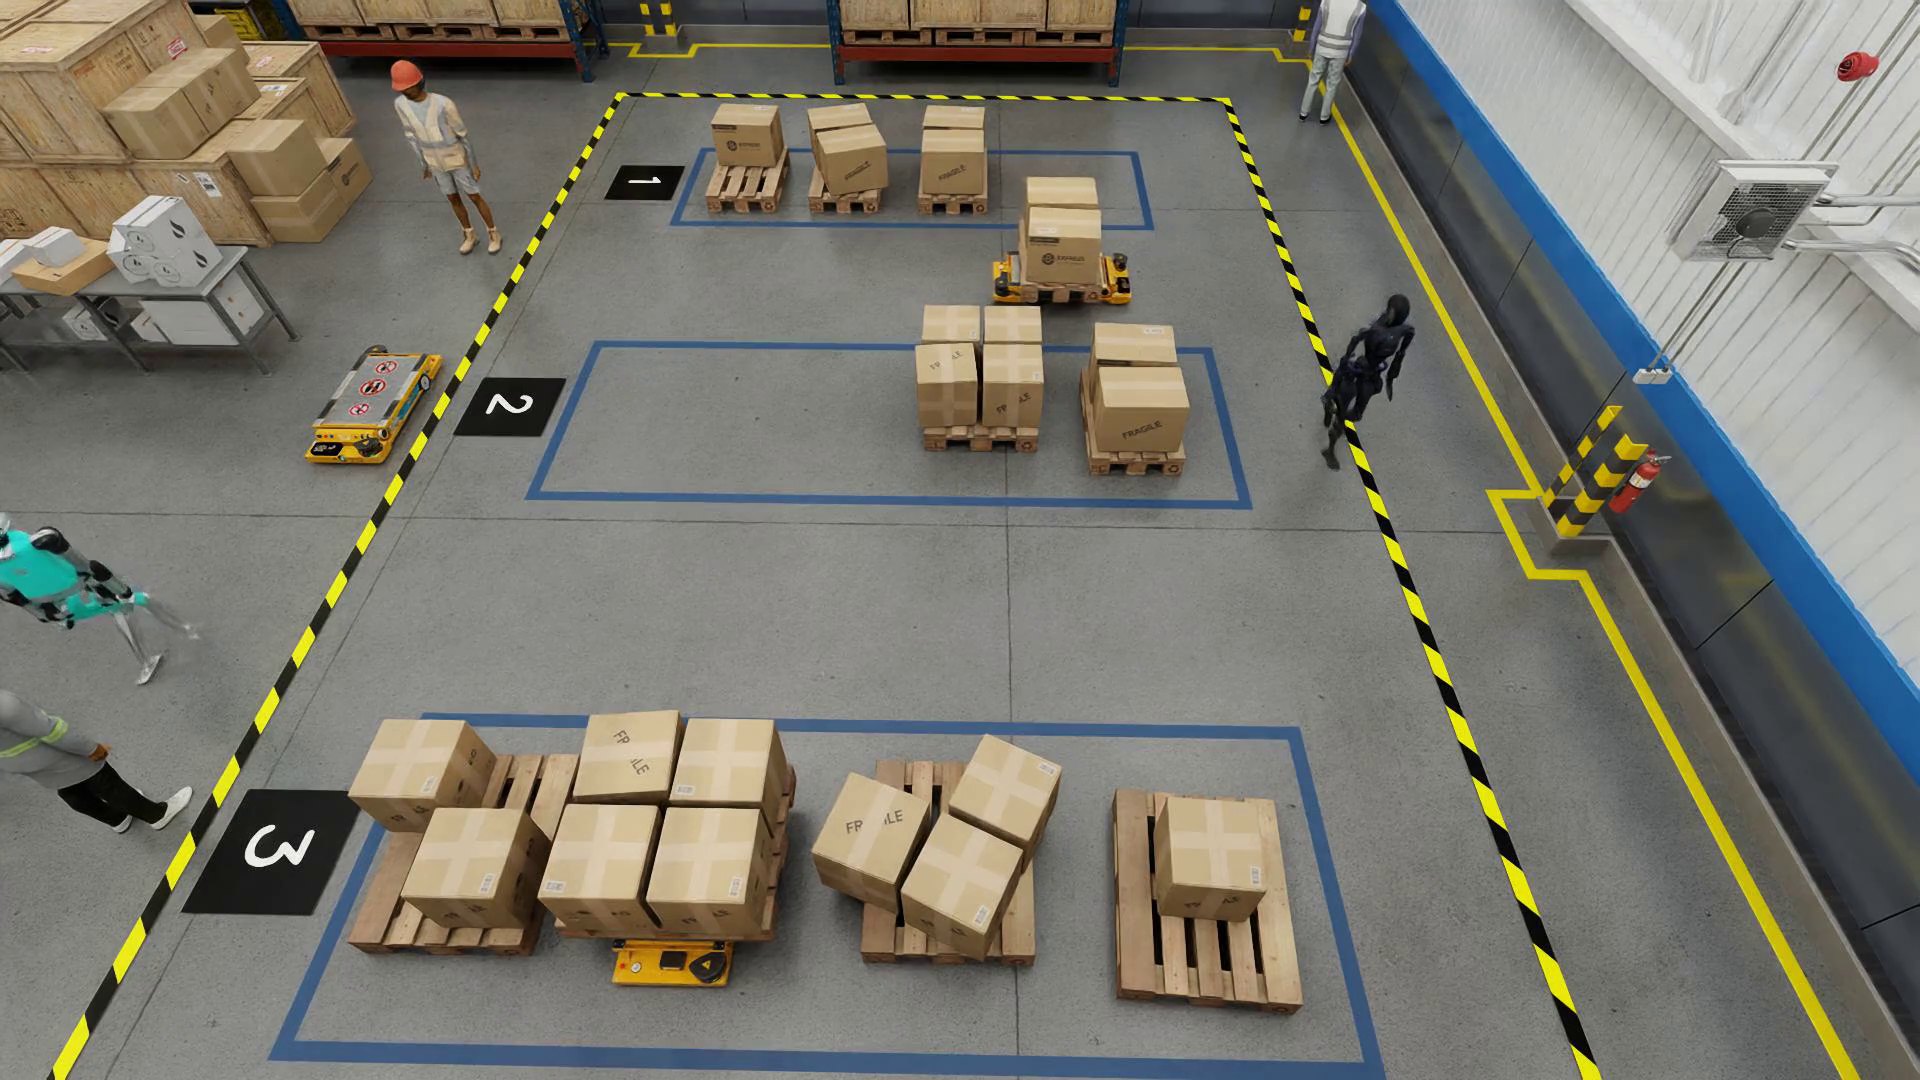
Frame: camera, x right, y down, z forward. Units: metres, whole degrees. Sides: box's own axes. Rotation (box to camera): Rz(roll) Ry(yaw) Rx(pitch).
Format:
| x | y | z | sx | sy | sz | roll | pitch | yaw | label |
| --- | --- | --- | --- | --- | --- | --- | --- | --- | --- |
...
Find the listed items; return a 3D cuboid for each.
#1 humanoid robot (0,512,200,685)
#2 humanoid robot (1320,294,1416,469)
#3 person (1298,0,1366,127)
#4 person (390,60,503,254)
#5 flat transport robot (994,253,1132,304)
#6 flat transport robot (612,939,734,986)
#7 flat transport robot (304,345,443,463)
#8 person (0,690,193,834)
| x | y | z | sx | sy | sz | roll | pitch | yaw | label |
| --- | --- | --- | --- | --- | --- | --- | --- | --- | --- |
| -5.859 | 0.296 | 6.168 | 0.538 | 1.797 | 0.803 | -21 | 53 | -17 | humanoid robot |
| 3.304 | -1.391 | 7.626 | 0.591 | 1.636 | 0.632 | -7 | 50 | -6 | humanoid robot |
| 4.714 | -6.202 | 11.595 | 0.586 | 1.825 | 0.404 | 24 | 54 | 19 | person |
| -5.337 | -3.924 | 9.528 | 0.613 | 2.039 | 0.383 | 0 | 50 | 0 | person |
| 1.074 | -2.788 | 9.708 | 1.431 | 0.197 | 0.652 | 1 | 50 | 1 | flat transport robot |
| -1.659 | 1.971 | 5.681 | 0.652 | 0.197 | 1.431 | 1 | 50 | 1 | flat transport robot |
| -5.383 | -1.269 | 8.441 | 0.659 | 0.231 | 1.431 | 1 | 50 | 1 | flat transport robot |
| -5.314 | 1.191 | 5.324 | 0.586 | 1.848 | 0.391 | -1 | 50 | -1 | person |
